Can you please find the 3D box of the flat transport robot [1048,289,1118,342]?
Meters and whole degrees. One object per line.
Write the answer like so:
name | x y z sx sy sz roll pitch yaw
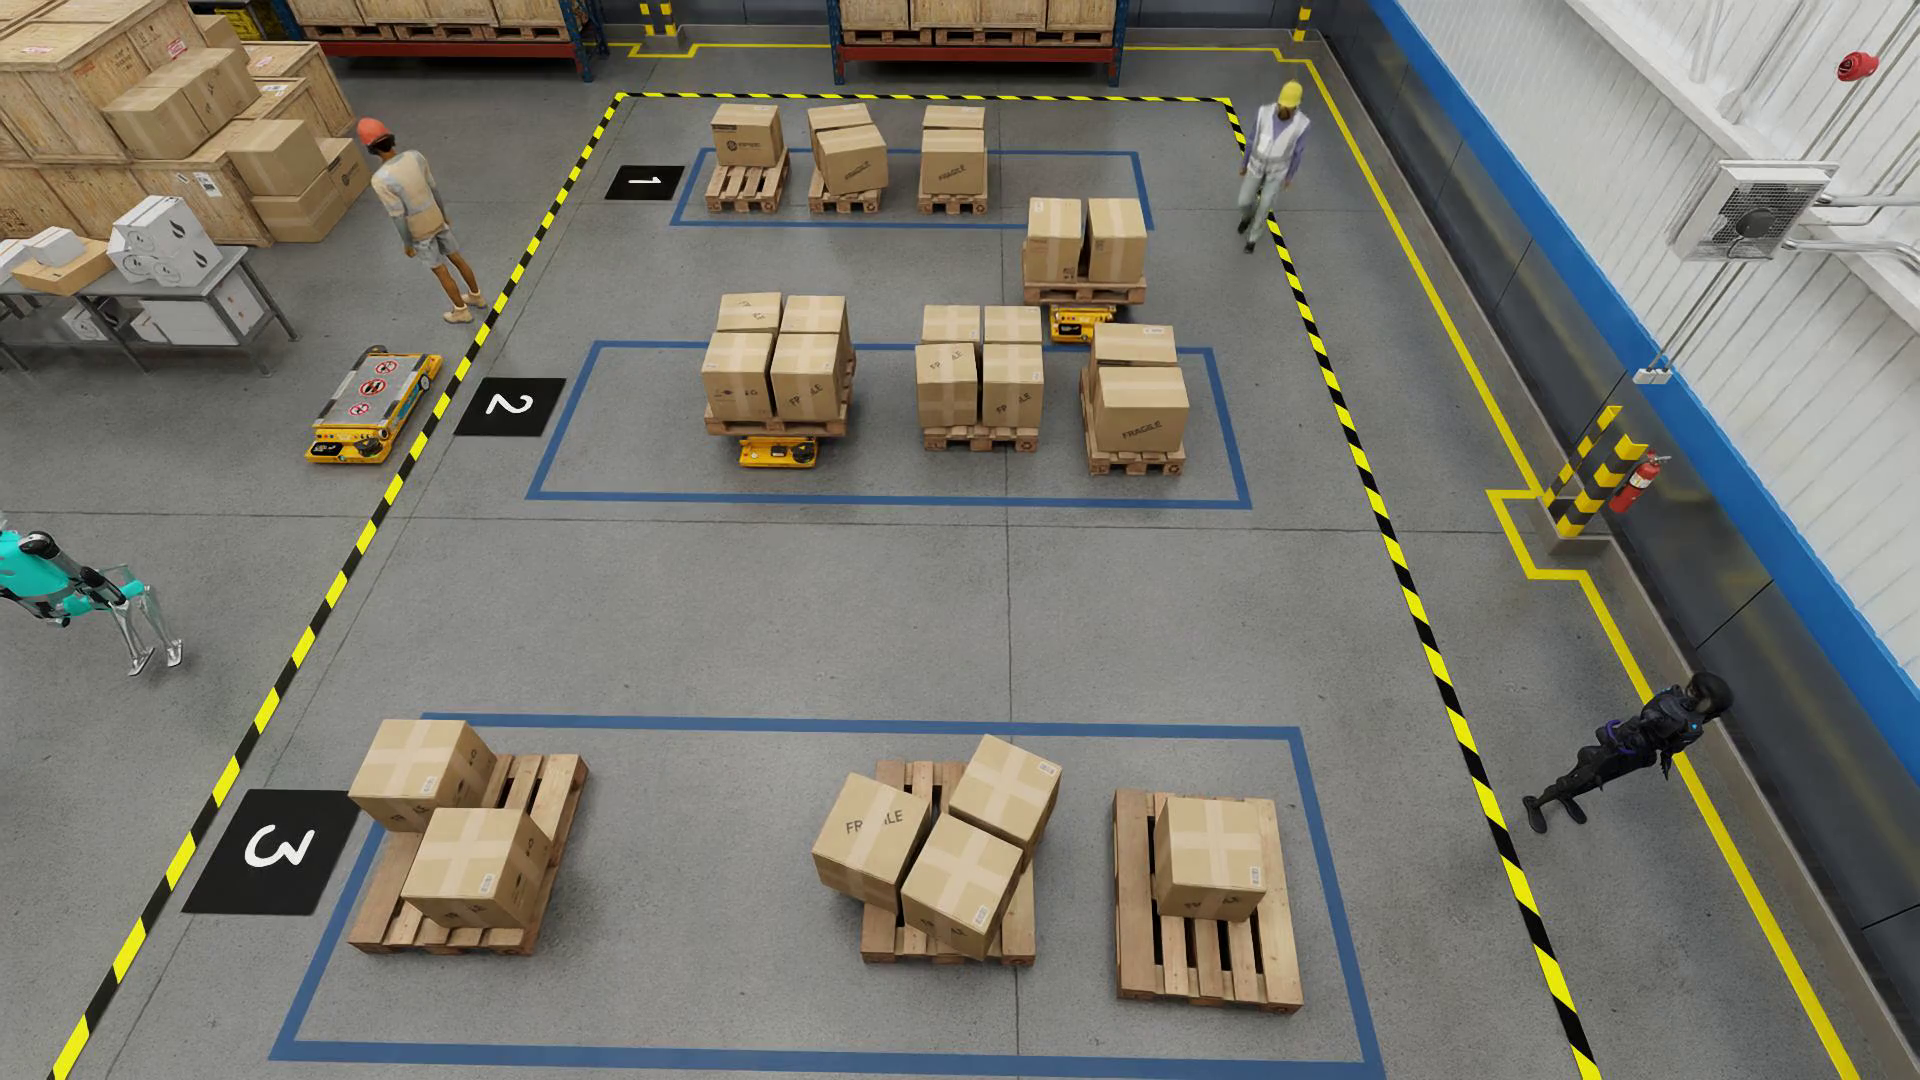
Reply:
flat transport robot | 1.250 -2.578 9.530 0.652 0.197 1.431 1 50 1

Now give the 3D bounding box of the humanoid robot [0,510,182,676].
humanoid robot | -5.834 0.258 6.098 0.533 1.677 0.735 -11 51 -9

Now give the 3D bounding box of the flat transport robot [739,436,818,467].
flat transport robot | -1.582 -1.235 8.394 0.652 0.197 1.431 1 50 1

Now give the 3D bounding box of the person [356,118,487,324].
person | -5.135 -2.994 8.747 0.400 2.032 0.606 14 51 12

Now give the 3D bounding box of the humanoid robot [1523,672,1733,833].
humanoid robot | 3.920 1.257 5.372 0.599 1.655 0.315 -7 50 -6

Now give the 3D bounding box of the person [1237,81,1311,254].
person | 3.248 -3.910 9.653 0.598 1.820 0.430 22 53 17

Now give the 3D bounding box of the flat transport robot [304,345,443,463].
flat transport robot | -5.383 -1.269 8.441 0.659 0.231 1.431 1 50 1
